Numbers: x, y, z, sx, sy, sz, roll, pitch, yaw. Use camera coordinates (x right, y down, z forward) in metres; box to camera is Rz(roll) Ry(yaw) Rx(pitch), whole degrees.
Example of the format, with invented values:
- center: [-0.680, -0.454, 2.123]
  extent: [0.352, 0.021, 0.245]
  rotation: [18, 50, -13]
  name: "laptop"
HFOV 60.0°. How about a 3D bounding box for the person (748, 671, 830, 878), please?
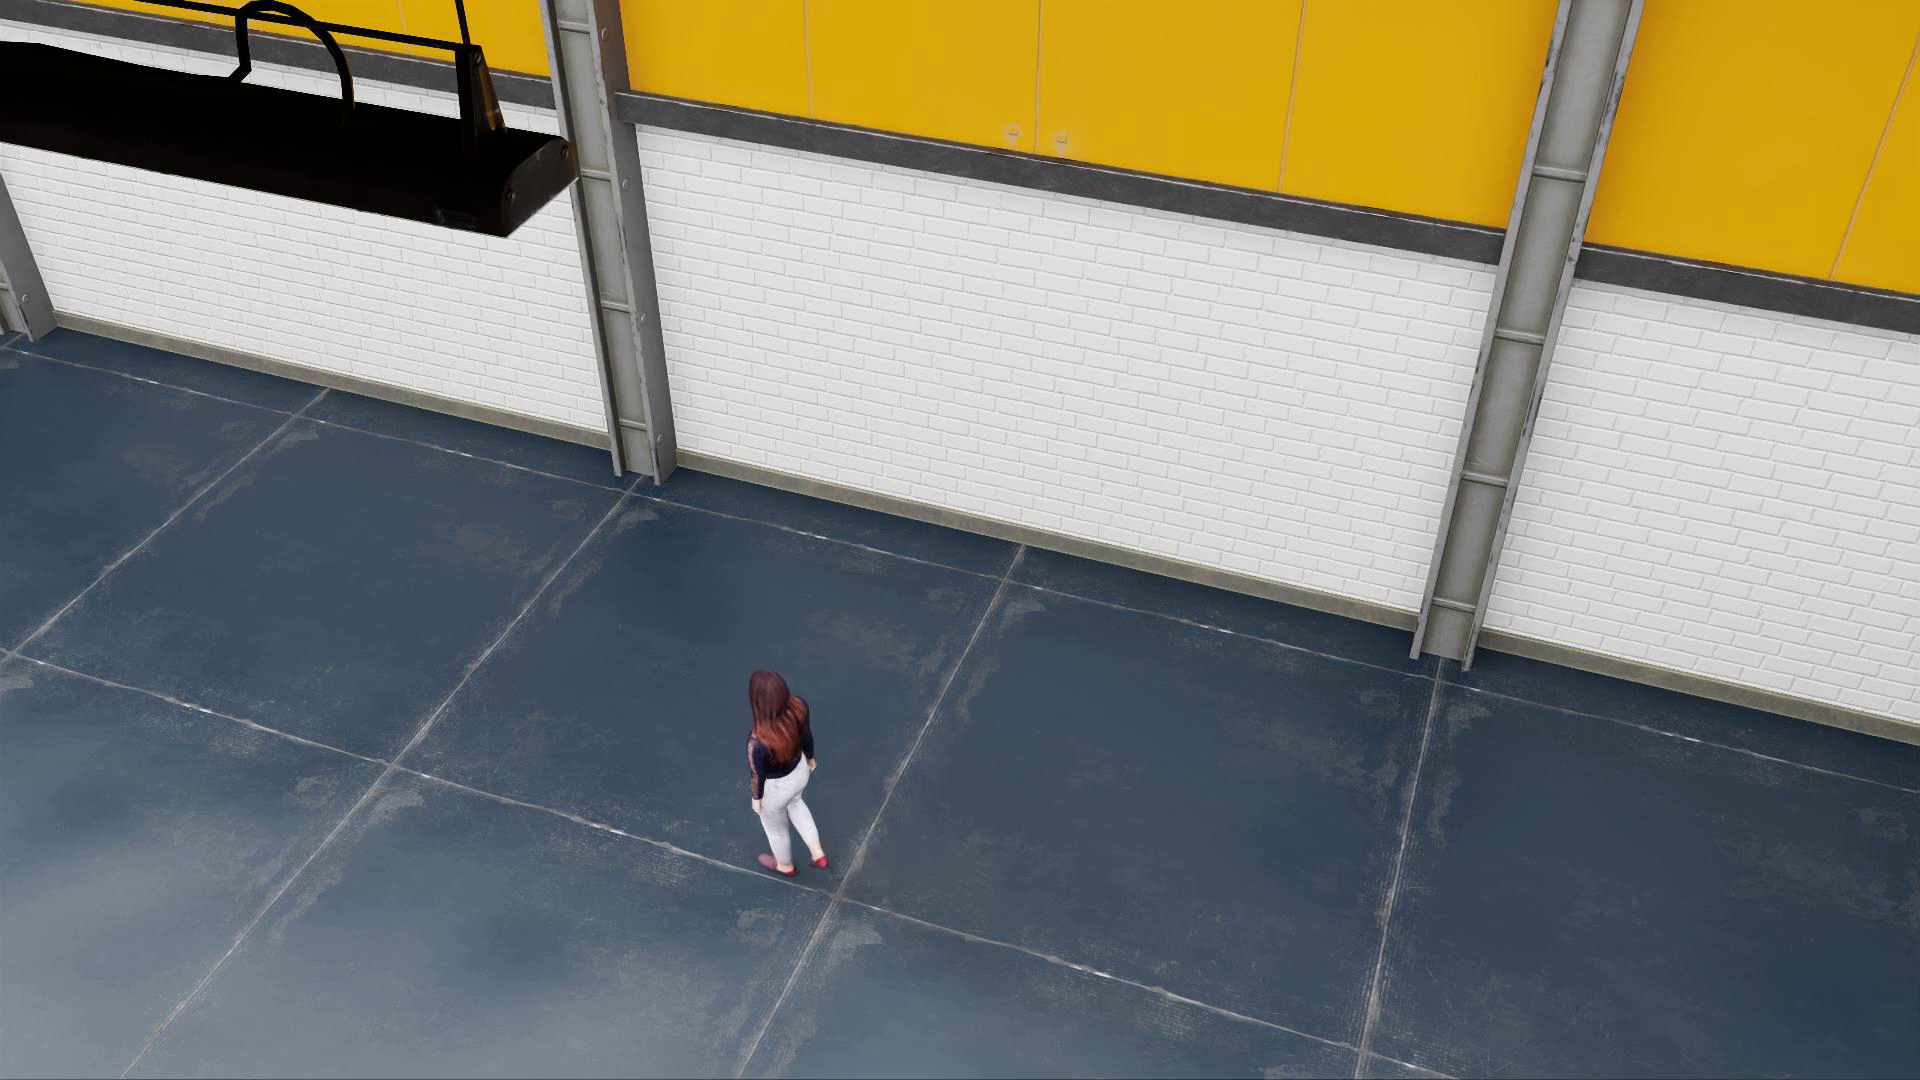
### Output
- center: [-0.932, 1.337, 9.116]
  extent: [0.791, 1.599, 0.723]
  rotation: [25, 45, 28]
  name: "person"
